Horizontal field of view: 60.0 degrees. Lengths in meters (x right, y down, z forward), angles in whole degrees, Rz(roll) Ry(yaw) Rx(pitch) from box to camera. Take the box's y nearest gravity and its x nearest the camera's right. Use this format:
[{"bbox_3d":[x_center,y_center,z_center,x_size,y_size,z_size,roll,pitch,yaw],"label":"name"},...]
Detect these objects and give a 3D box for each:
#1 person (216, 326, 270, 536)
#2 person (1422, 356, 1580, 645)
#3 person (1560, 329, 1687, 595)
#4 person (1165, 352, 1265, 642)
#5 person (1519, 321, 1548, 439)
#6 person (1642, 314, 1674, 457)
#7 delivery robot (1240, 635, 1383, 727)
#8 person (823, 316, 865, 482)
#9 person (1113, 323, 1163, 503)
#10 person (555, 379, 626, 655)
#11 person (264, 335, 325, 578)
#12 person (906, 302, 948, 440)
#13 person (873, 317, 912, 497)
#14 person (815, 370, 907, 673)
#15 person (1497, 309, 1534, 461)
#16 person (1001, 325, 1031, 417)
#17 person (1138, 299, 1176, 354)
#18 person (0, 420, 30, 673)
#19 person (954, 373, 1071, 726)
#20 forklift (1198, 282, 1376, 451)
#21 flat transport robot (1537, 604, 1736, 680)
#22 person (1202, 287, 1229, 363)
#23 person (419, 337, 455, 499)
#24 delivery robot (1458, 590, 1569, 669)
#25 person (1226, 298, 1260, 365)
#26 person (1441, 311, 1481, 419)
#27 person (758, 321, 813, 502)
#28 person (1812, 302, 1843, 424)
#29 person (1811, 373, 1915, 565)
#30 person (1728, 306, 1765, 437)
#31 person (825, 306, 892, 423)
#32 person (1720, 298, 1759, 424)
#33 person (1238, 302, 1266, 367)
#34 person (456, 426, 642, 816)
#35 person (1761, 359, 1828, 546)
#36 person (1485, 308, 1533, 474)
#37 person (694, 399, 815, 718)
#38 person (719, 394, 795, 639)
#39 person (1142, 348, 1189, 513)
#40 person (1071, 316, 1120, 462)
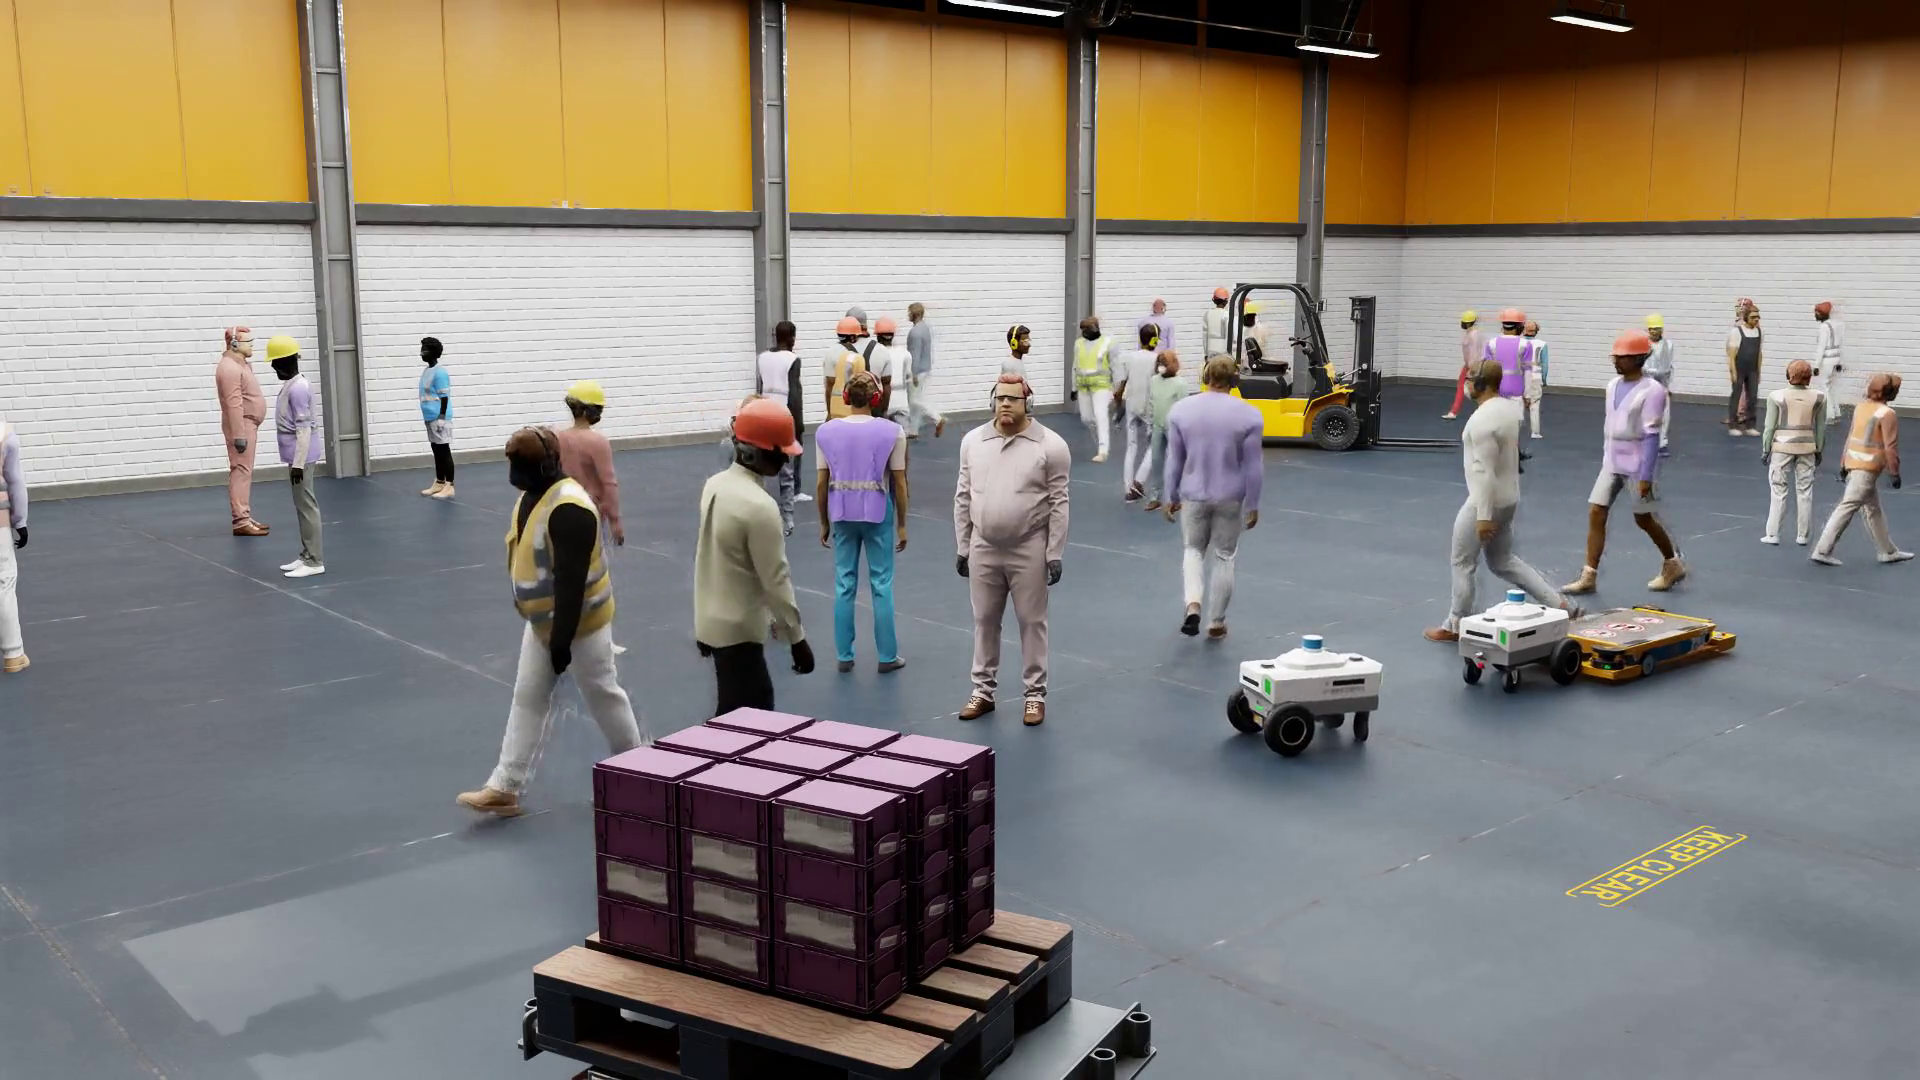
[{"bbox_3d":[-6.517,-0.994,15.149,0.404,1.906,0.651,-3,10,-19],"label":"person"},{"bbox_3d":[3.493,-0.223,10.674,0.888,1.906,0.634,7,12,34],"label":"person"},{"bbox_3d":[5.053,-0.576,12.435,1.017,2.007,0.620,-3,10,-17],"label":"person"},{"bbox_3d":[1.664,-0.269,10.873,0.645,1.917,0.478,3,10,17],"label":"person"},{"bbox_3d":[7.891,-2.217,23.095,0.514,1.640,0.310,6,11,31],"label":"person"},{"bbox_3d":[8.776,-1.943,21.009,0.622,1.801,0.729,0,10,-2],"label":"person"},{"bbox_3d":[1.836,0.740,8.676,0.707,0.478,0.477,-3,10,-17],"label":"delivery robot"},{"bbox_3d":[-1.111,-1.244,16.525,0.547,1.938,0.379,9,13,42],"label":"person"},{"bbox_3d":[1.853,-1.301,17.130,0.666,1.845,0.454,6,11,31],"label":"person"},{"bbox_3d":[-2.352,-0.132,10.544,0.551,1.765,0.337,7,12,37],"label":"person"},{"bbox_3d":[-5.265,-0.662,13.179,0.379,1.918,0.585,-4,11,-24],"label":"person"},{"bbox_3d":[-0.527,-2.291,22.728,0.671,1.922,0.630,2,10,11],"label":"person"},{"bbox_3d":[-0.776,-1.422,17.726,0.552,1.882,1.001,-4,10,-20],"label":"person"},{"bbox_3d":[-0.599,-0.101,10.094,0.564,1.846,0.393,2,10,11],"label":"person"},{"bbox_3d":[6.693,-1.856,20.238,0.912,1.887,0.550,-1,10,-7],"label":"person"},{"bbox_3d":[0.555,-1.149,16.167,0.312,1.869,0.536,2,10,13],"label":"person"},{"bbox_3d":[3.121,-2.907,26.518,0.648,1.860,0.967,5,11,27],"label":"person"},{"bbox_3d":[-5.975,-0.088,10.040,0.633,1.842,0.429,-5,11,-27],"label":"person"},{"bbox_3d":[0.263,0.049,9.030,0.643,1.913,0.408,3,10,19],"label":"person"},{"bbox_3d":[4.328,-2.346,22.227,2.313,2.155,1.214,3,10,16],"label":"forklift"},{"bbox_3d":[4.202,0.626,10.448,1.431,0.197,0.652,-7,12,-37],"label":"flat transport robot"},{"bbox_3d":[4.149,-3.011,26.547,0.363,2.048,0.612,-10,14,-44],"label":"person"},{"bbox_3d":[-5.491,-1.279,17.428,0.321,1.697,0.529,-7,12,-34],"label":"person"},{"bbox_3d":[3.280,0.540,9.848,0.707,0.478,0.477,-8,12,-37],"label":"delivery robot"},{"bbox_3d":[4.470,-2.873,26.213,0.573,1.886,0.353,5,11,26],"label":"person"},{"bbox_3d":[7.956,-2.704,25.766,0.882,1.700,0.564,-1,10,-4],"label":"person"},{"bbox_3d":[-1.874,-1.290,16.980,0.598,1.886,0.753,9,13,42],"label":"person"},{"bbox_3d":[13.067,-2.659,25.065,0.440,1.849,0.620,8,13,40],"label":"person"},{"bbox_3d":[7.419,-0.568,13.584,0.878,1.584,0.527,0,10,2],"label":"person"},{"bbox_3d":[11.052,-2.371,23.405,0.527,1.842,0.373,-1,10,-4],"label":"person"},{"bbox_3d":[-1.044,-1.320,16.670,0.688,2.000,0.536,-3,10,-19],"label":"person"},{"bbox_3d":[11.791,-2.701,25.148,0.408,1.908,0.646,8,13,39],"label":"person"},{"bbox_3d":[4.142,-2.461,23.823,0.984,1.873,0.607,-3,10,-19],"label":"person"},{"bbox_3d":[-1.843,0.379,7.443,0.964,1.787,0.642,-7,12,-35],"label":"person"},{"bbox_3d":[7.292,-0.760,14.560,0.522,1.640,0.306,1,10,7],"label":"person"},{"bbox_3d":[6.373,-1.726,19.357,0.551,1.932,0.376,5,11,28],"label":"person"},{"bbox_3d":[-0.839,0.374,7.052,0.764,1.944,0.631,-5,11,-25],"label":"person"},{"bbox_3d":[-1.342,-0.150,10.998,0.502,1.636,0.277,-1,10,-4],"label":"person"},{"bbox_3d":[2.049,-1.084,16.485,0.293,1.631,0.507,-9,13,-43],"label":"person"},{"bbox_3d":[1.736,-1.899,20.777,0.653,1.804,0.703,8,12,38],"label":"person"}]
